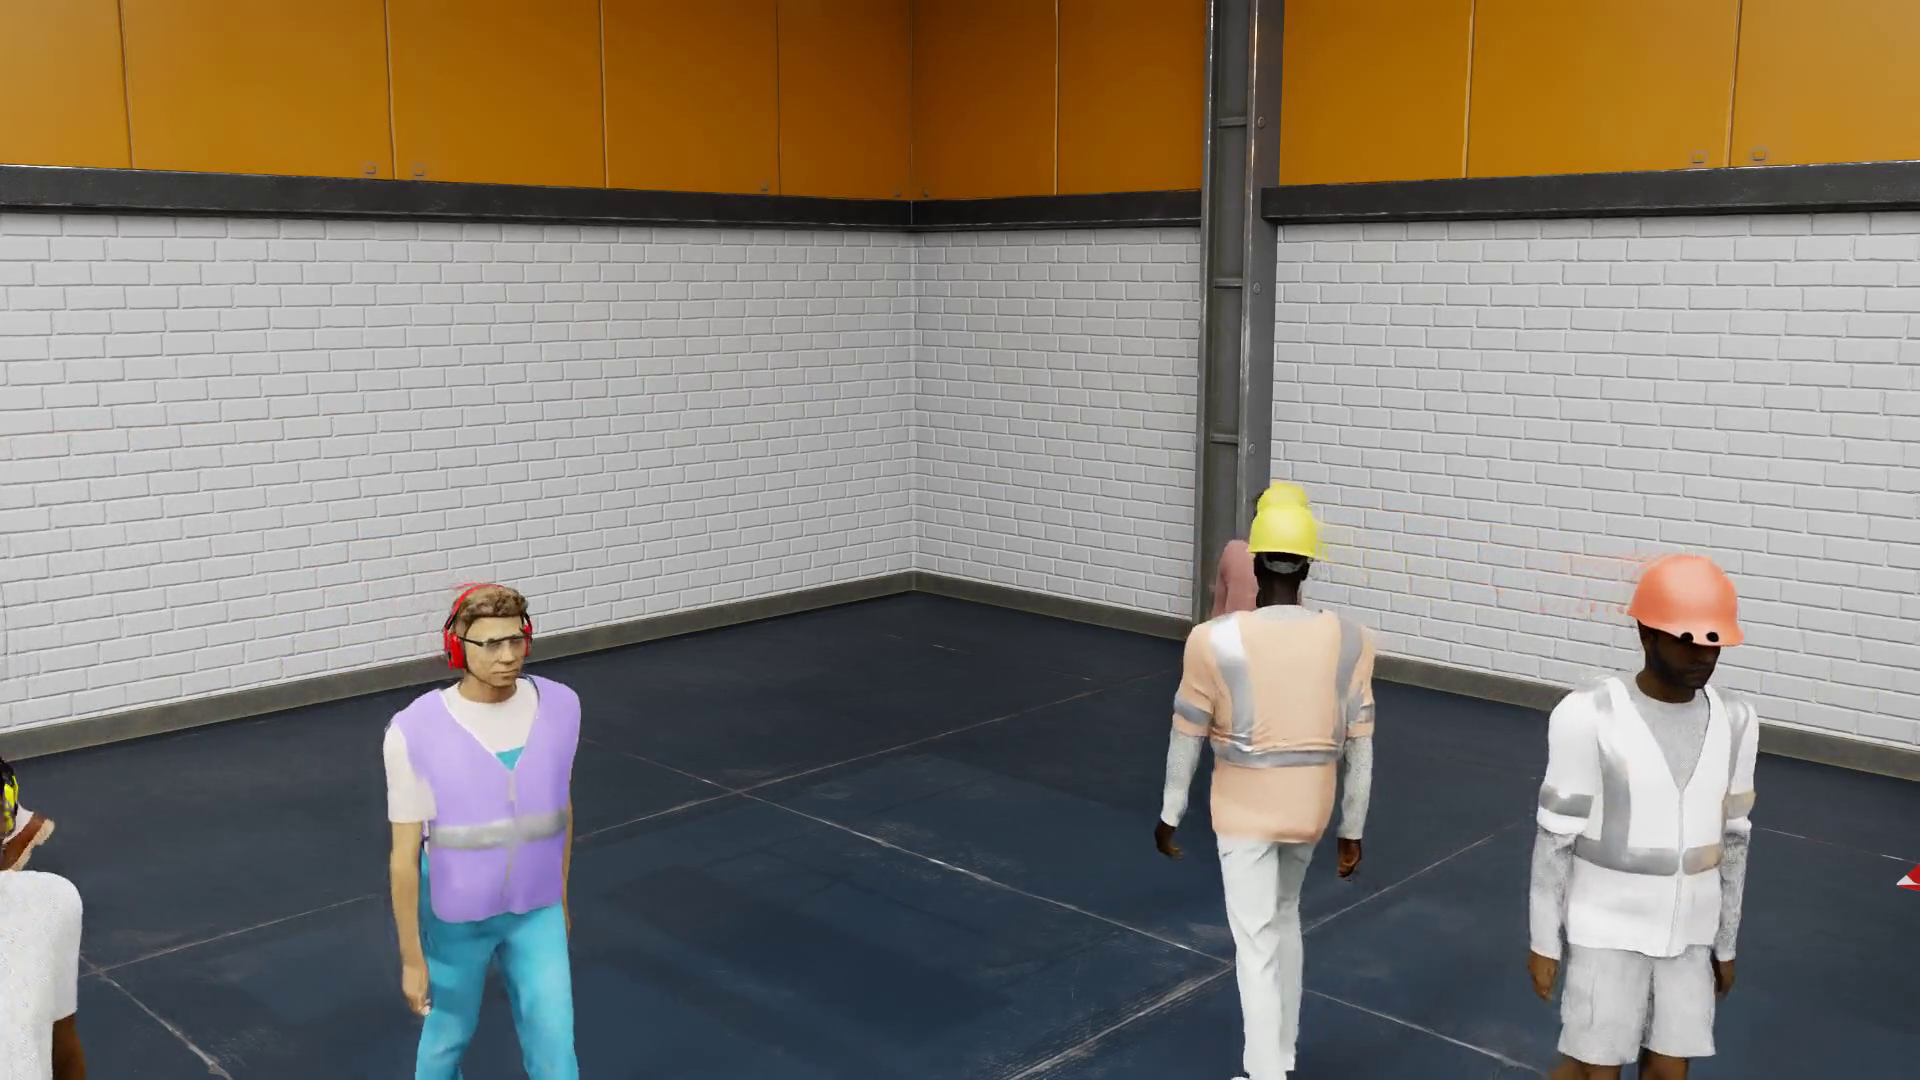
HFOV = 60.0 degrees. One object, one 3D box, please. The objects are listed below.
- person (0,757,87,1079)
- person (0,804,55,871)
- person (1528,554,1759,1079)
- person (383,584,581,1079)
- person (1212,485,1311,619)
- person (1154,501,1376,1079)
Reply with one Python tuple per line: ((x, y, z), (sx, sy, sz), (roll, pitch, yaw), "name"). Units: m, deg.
((-1.845, 1.210, 3.025), (0.827, 1.844, 0.521), (8, 12, 41), "person")
((-4.052, 0.541, 6.686), (0.507, 1.974, 0.638), (-7, 12, -39), "person")
((1.708, 0.961, 4.257), (0.575, 1.927, 0.598), (-1, 9, -7), "person")
((-1.280, 0.993, 4.505), (0.584, 1.805, 0.991), (-8, 12, -39), "person")
((1.246, 0.608, 7.078), (0.370, 1.719, 0.666), (-5, 10, -27), "person")
((0.931, 0.828, 5.163), (0.605, 1.899, 0.632), (-2, 10, -15), "person")
